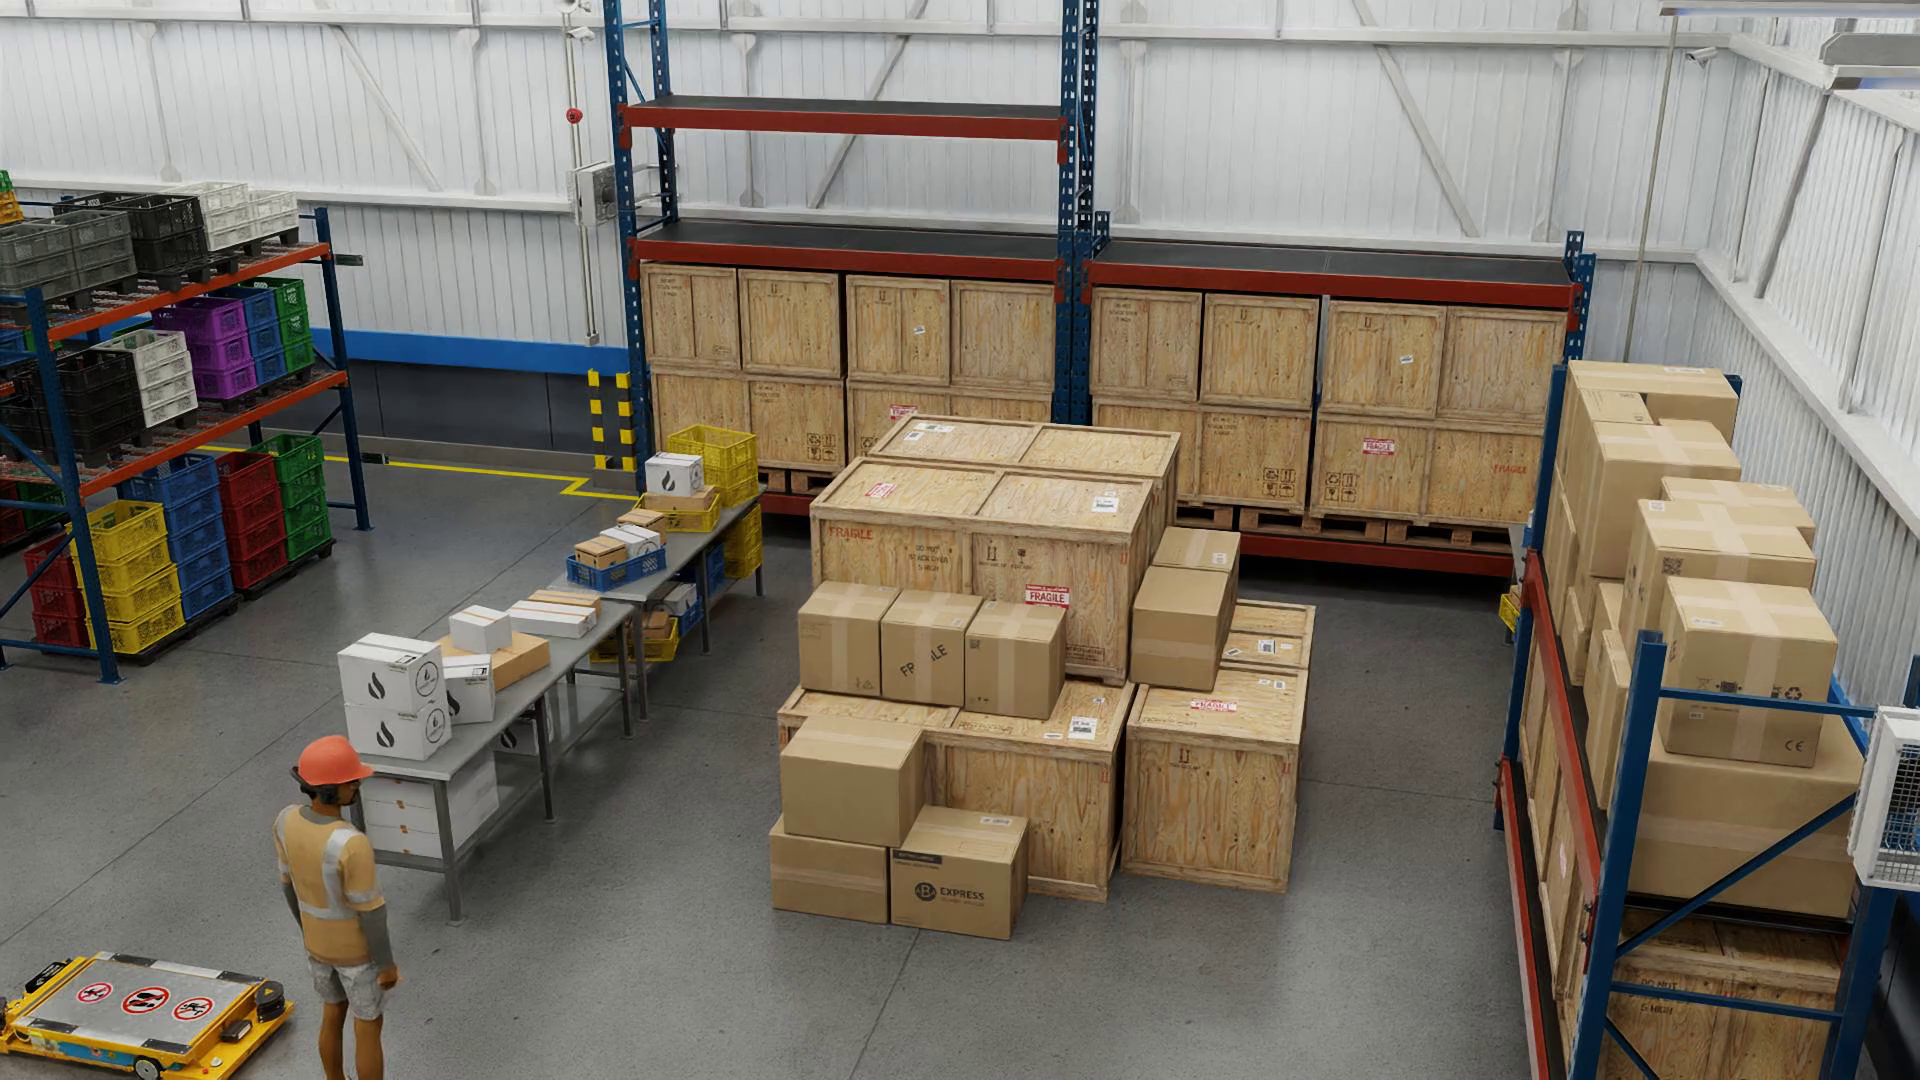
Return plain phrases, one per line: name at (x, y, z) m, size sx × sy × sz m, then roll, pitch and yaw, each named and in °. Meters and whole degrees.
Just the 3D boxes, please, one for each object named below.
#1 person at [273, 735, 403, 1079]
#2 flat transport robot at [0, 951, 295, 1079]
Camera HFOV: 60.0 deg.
person at (-2.843, 1.845, 7.743) m, size 0.609 × 2.038 × 0.390 m, roll 13°, pitch 25°, yaw 31°
flat transport robot at (-4.270, 2.464, 8.601) m, size 1.431 × 0.231 × 0.659 m, roll 5°, pitch 22°, yaw 13°
